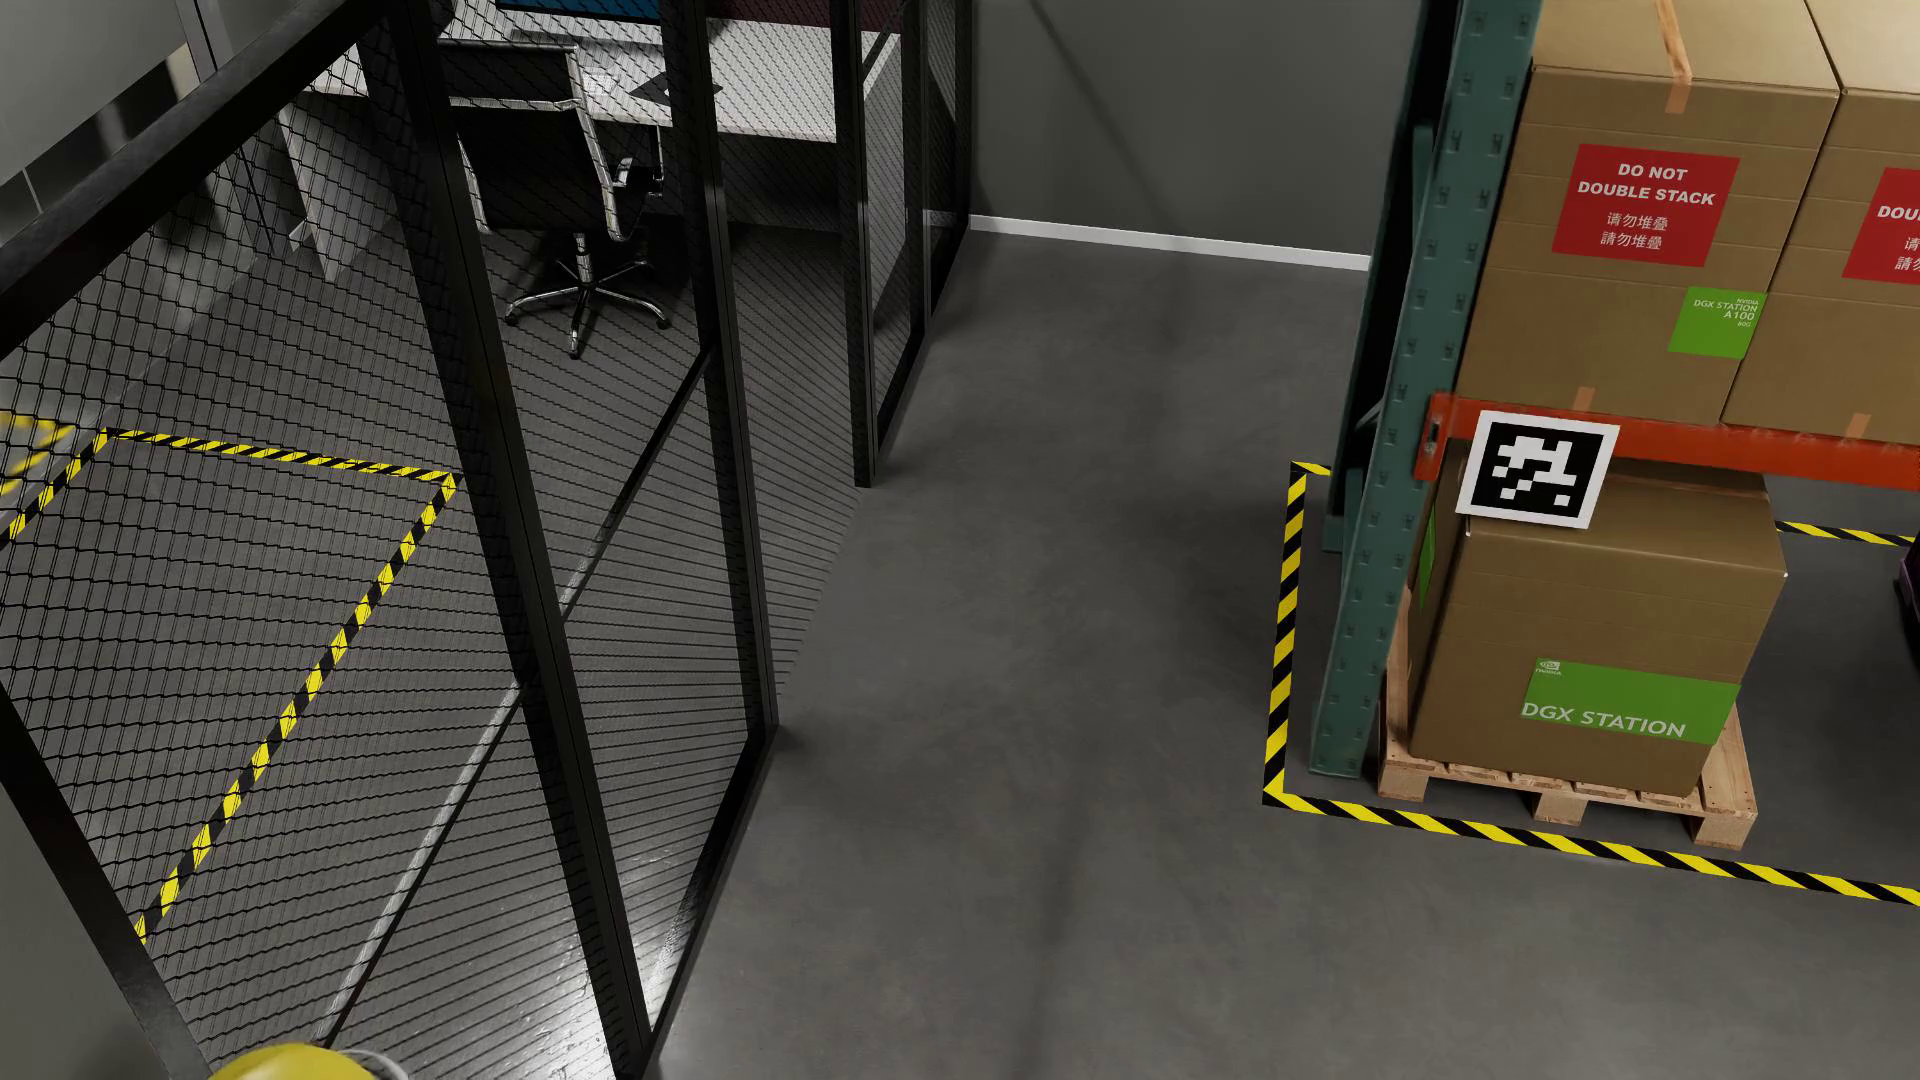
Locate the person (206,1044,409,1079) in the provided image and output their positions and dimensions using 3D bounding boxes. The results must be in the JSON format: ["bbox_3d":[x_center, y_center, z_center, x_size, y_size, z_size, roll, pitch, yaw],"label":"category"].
[{"bbox_3d":[-0.677,1.220,2.173,0.590,1.833,0.403,12,43,14],"label":"person"}]
